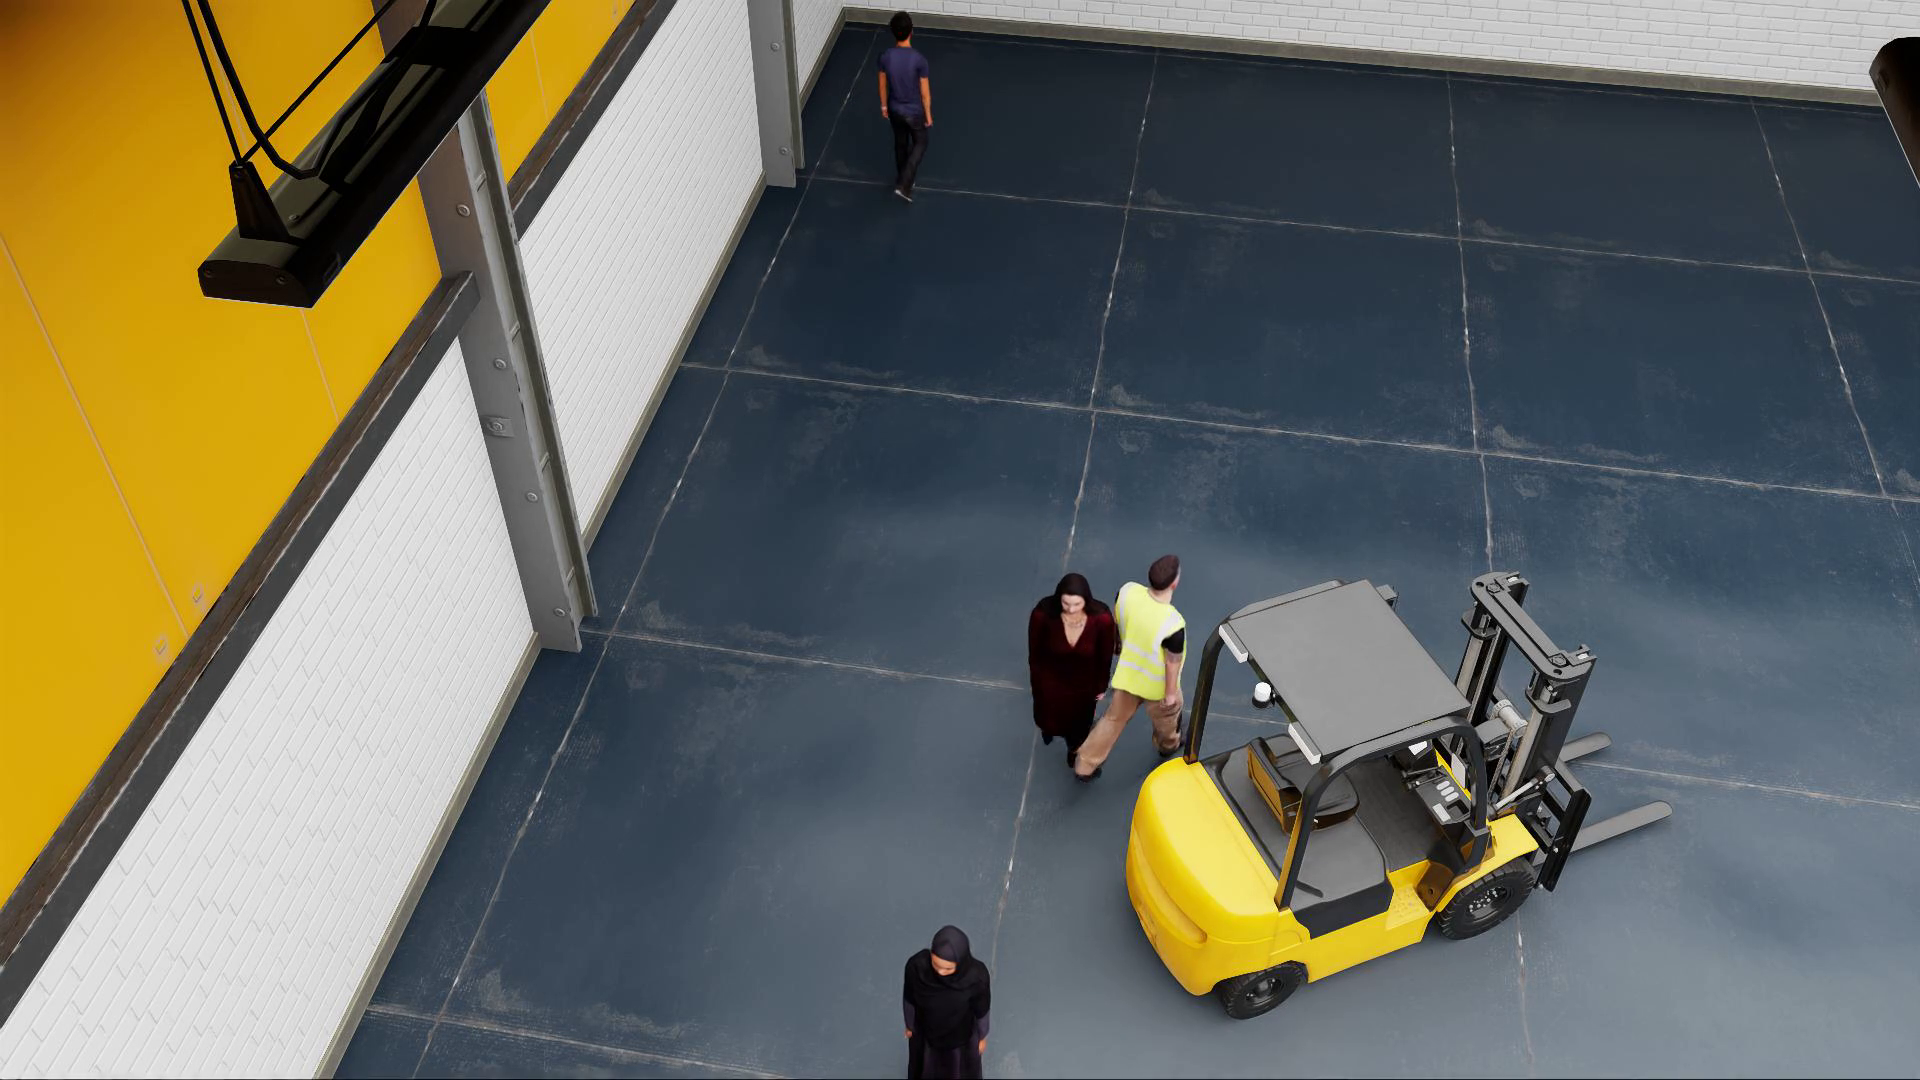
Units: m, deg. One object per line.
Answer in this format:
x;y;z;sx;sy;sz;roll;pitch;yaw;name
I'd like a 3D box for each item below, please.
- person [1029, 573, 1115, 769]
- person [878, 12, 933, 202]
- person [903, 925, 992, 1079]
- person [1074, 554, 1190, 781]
0.683;0.720;10.118;0.699;1.731;0.719;2;44;2;person
-0.507;-3.788;14.812;0.726;1.783;0.867;14;45;14;person
-0.064;2.438;8.399;0.589;1.614;0.570;8;44;8;person
1.077;0.823;9.948;1.280;1.815;1.159;-32;52;-29;person
